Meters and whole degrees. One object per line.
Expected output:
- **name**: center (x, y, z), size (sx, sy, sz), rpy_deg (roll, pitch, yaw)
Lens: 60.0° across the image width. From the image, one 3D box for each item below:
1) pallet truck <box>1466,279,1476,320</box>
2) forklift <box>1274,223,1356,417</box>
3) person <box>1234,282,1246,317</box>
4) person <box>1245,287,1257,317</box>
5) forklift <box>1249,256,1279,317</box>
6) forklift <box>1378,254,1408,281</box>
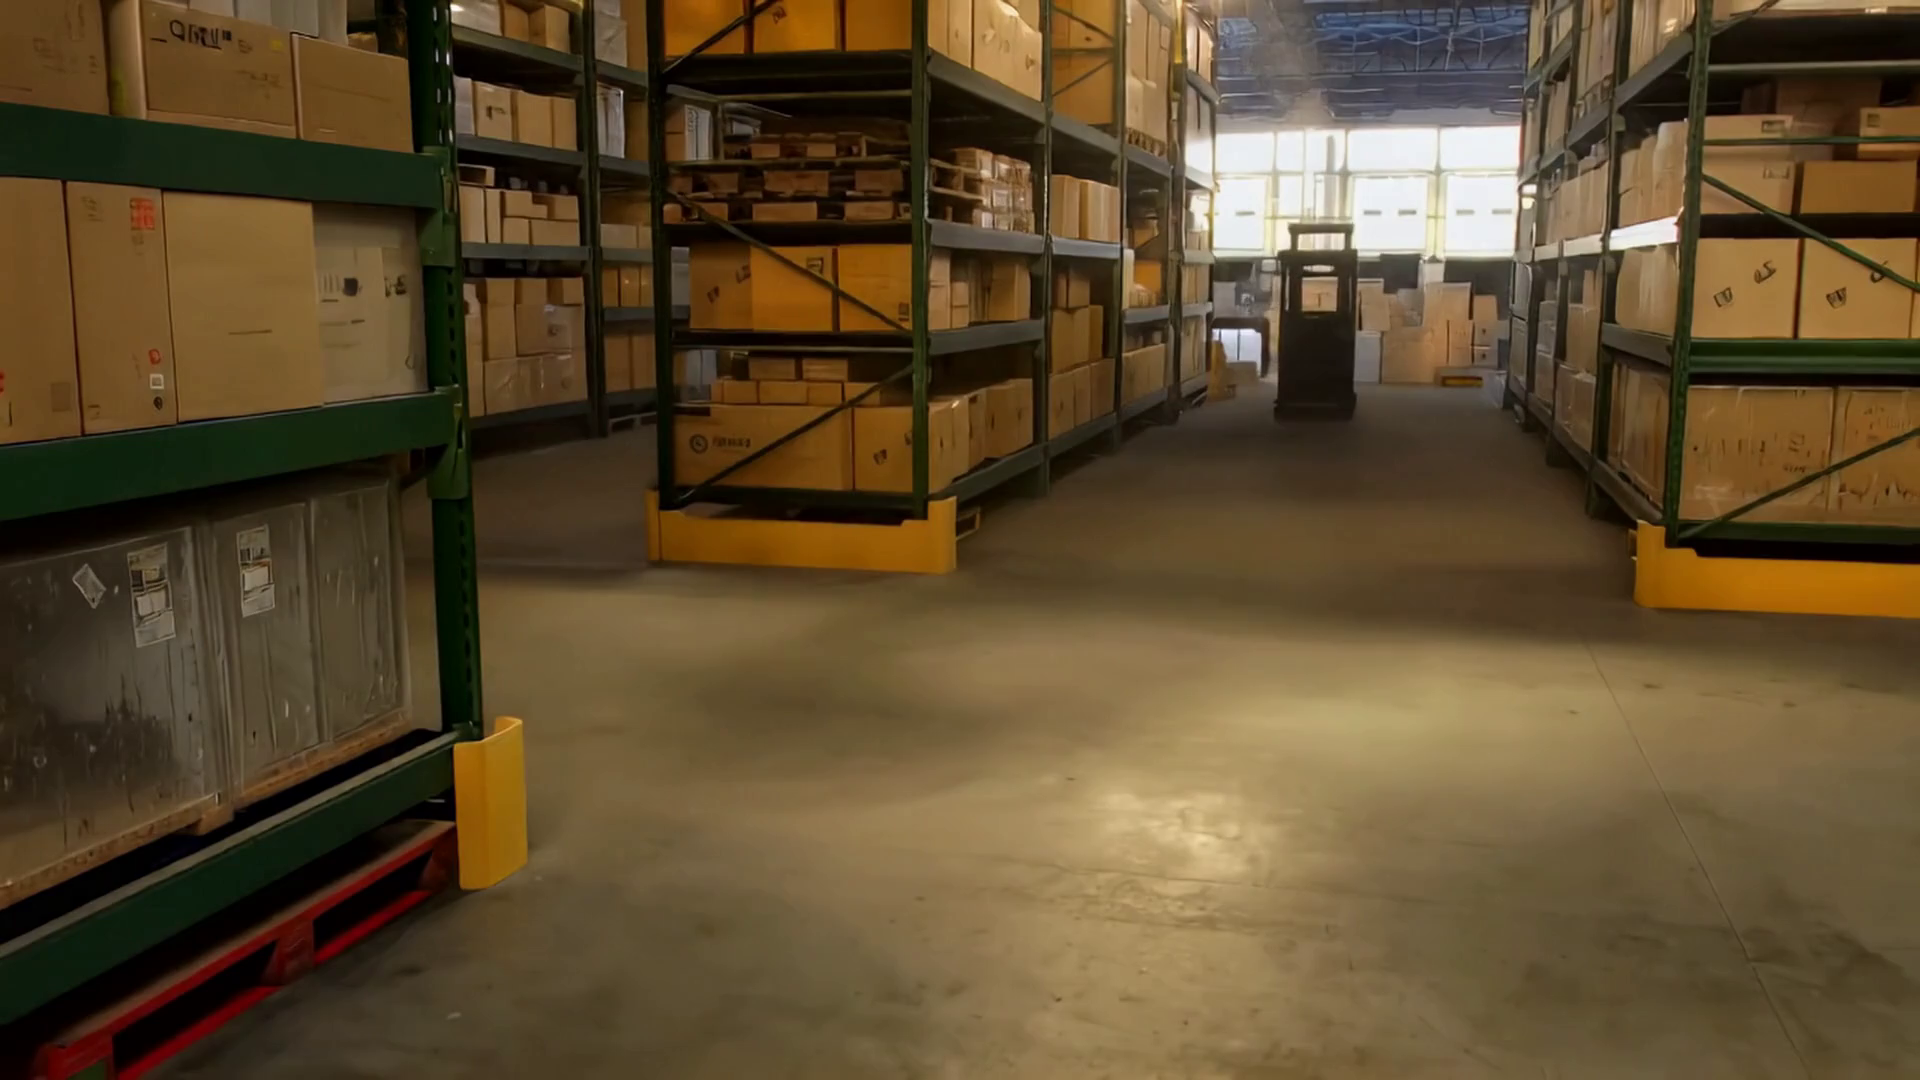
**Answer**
- **pallet truck**: center (18.896, -8.459, 60.307), size (1.885, 1.965, 0.823), rpy_deg (5, 10, 31)
- **forklift**: center (5.330, -3.293, 24.691), size (1.129, 2.768, 1.873), rpy_deg (2, 9, 15)
- **person**: center (8.736, -7.170, 52.405), size (0.724, 1.914, 0.546), rpy_deg (-1, 9, -8)
- **person**: center (10.807, -8.563, 61.910), size (0.538, 1.698, 0.319), rpy_deg (4, 10, 26)
- **forklift**: center (11.325, -9.117, 61.693), size (1.129, 2.768, 1.873), rpy_deg (2, 9, 15)
- **forklift**: center (14.512, -8.215, 55.966), size (1.129, 2.768, 1.873), rpy_deg (-2, 9, -13)
